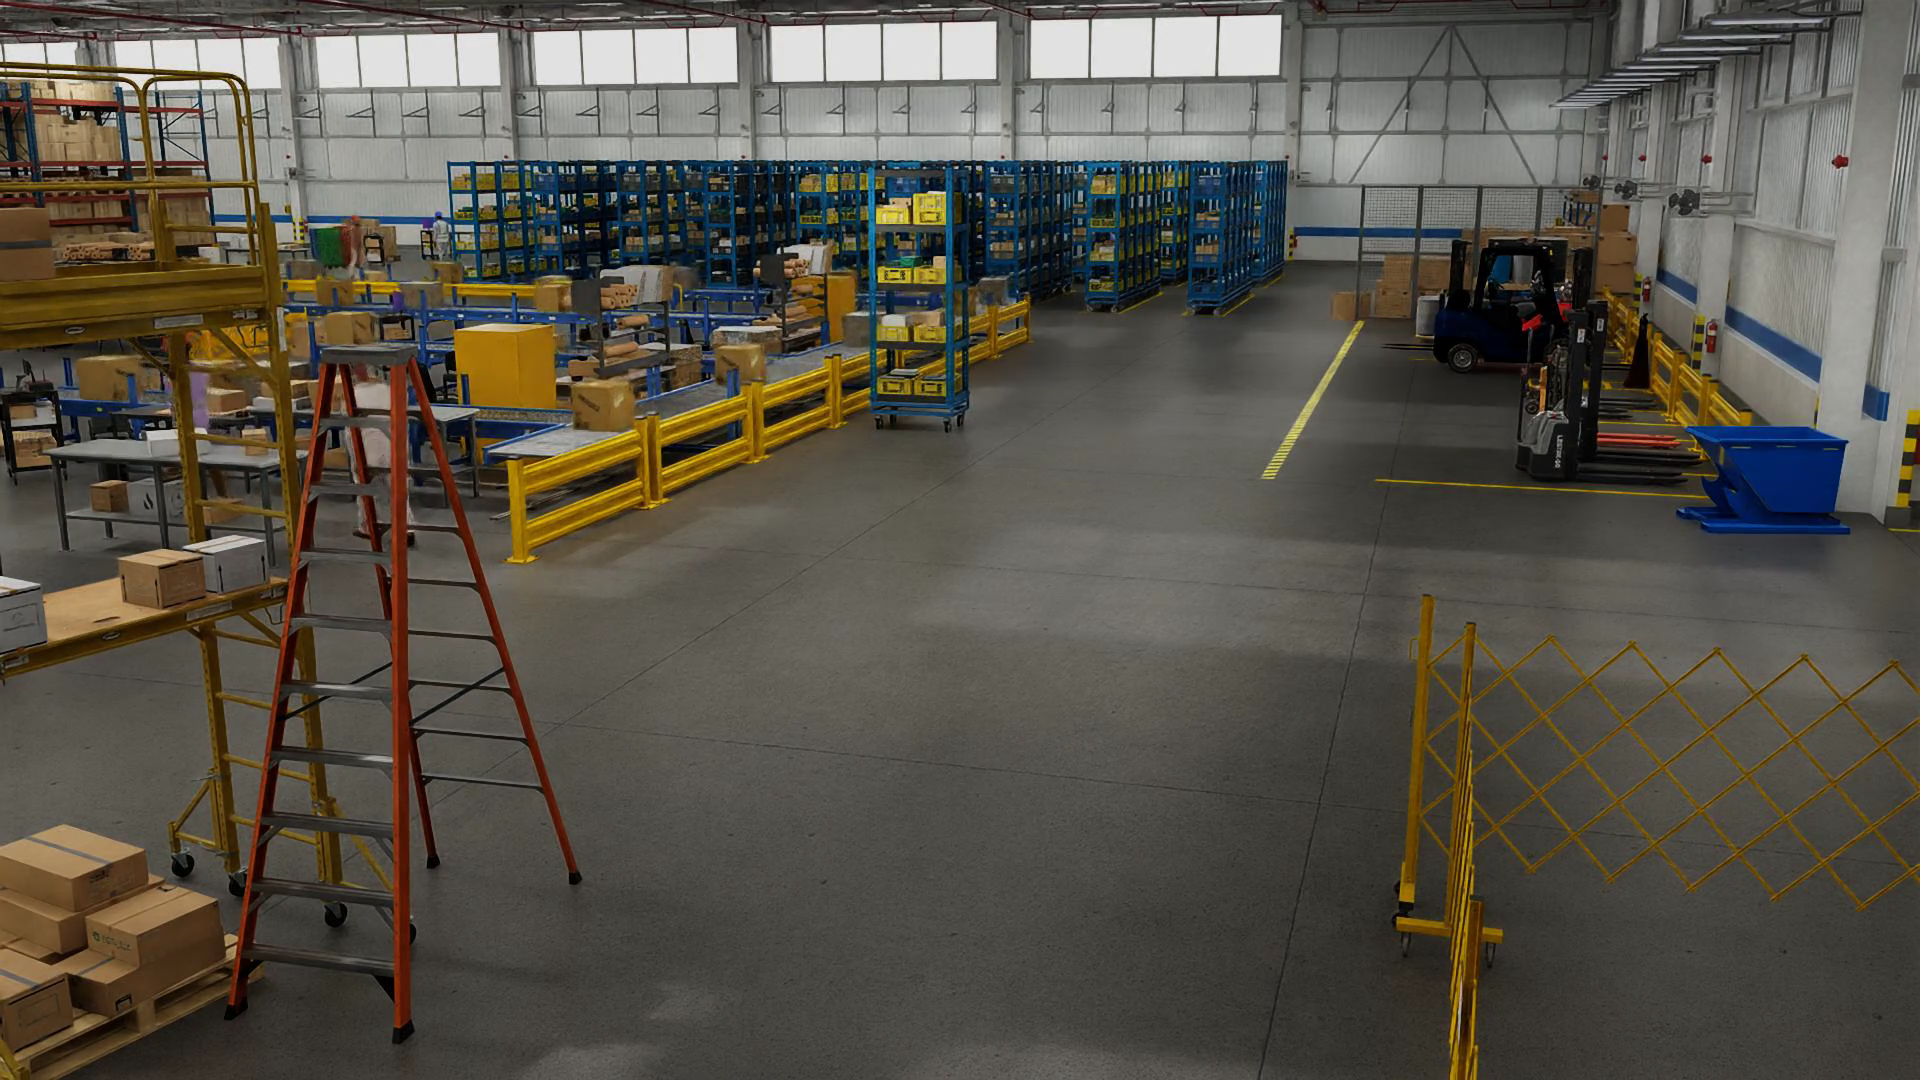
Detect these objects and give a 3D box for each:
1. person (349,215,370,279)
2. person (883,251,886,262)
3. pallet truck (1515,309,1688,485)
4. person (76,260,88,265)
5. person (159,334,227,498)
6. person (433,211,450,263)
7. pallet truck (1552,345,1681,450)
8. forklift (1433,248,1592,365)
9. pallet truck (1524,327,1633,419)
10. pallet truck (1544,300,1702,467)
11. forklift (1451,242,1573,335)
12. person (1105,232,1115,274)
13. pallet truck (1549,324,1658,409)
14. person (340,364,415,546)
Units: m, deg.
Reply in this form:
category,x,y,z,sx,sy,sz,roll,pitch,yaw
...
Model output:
category,x,y,z,sx,sy,sz,roll,pitch,yaw
person,-18.389,-8.968,51.026,0.939,1.954,0.623,2,13,7
person,-2.152,-8.657,50.052,0.909,1.792,0.603,3,13,12
pallet truck,7.554,-1.677,19.446,1.885,1.965,0.823,3,13,14
person,-19.550,-5.645,37.115,0.365,1.752,0.551,0,13,2
person,-8.093,-1.177,17.298,1.048,1.989,0.620,4,14,17
person,-17.229,-9.934,55.219,0.404,1.945,0.616,8,15,31
pallet truck,8.641,-1.896,21.908,1.630,1.274,0.653,4,14,16
forklift,9.780,-4.111,29.280,2.680,1.987,1.157,3,13,14
pallet truck,9.065,-2.460,24.370,1.522,1.261,0.704,3,13,14
pallet truck,8.263,-1.952,20.631,1.885,1.965,0.823,5,14,20
forklift,10.464,-4.597,31.405,2.680,1.987,1.157,4,14,16
person,4.359,-8.244,48.135,0.388,1.847,0.564,4,14,18
pallet truck,9.824,-2.669,25.407,1.601,1.201,0.680,4,14,16
person,-5.698,-0.851,16.212,0.651,1.847,1.007,-13,18,-43
